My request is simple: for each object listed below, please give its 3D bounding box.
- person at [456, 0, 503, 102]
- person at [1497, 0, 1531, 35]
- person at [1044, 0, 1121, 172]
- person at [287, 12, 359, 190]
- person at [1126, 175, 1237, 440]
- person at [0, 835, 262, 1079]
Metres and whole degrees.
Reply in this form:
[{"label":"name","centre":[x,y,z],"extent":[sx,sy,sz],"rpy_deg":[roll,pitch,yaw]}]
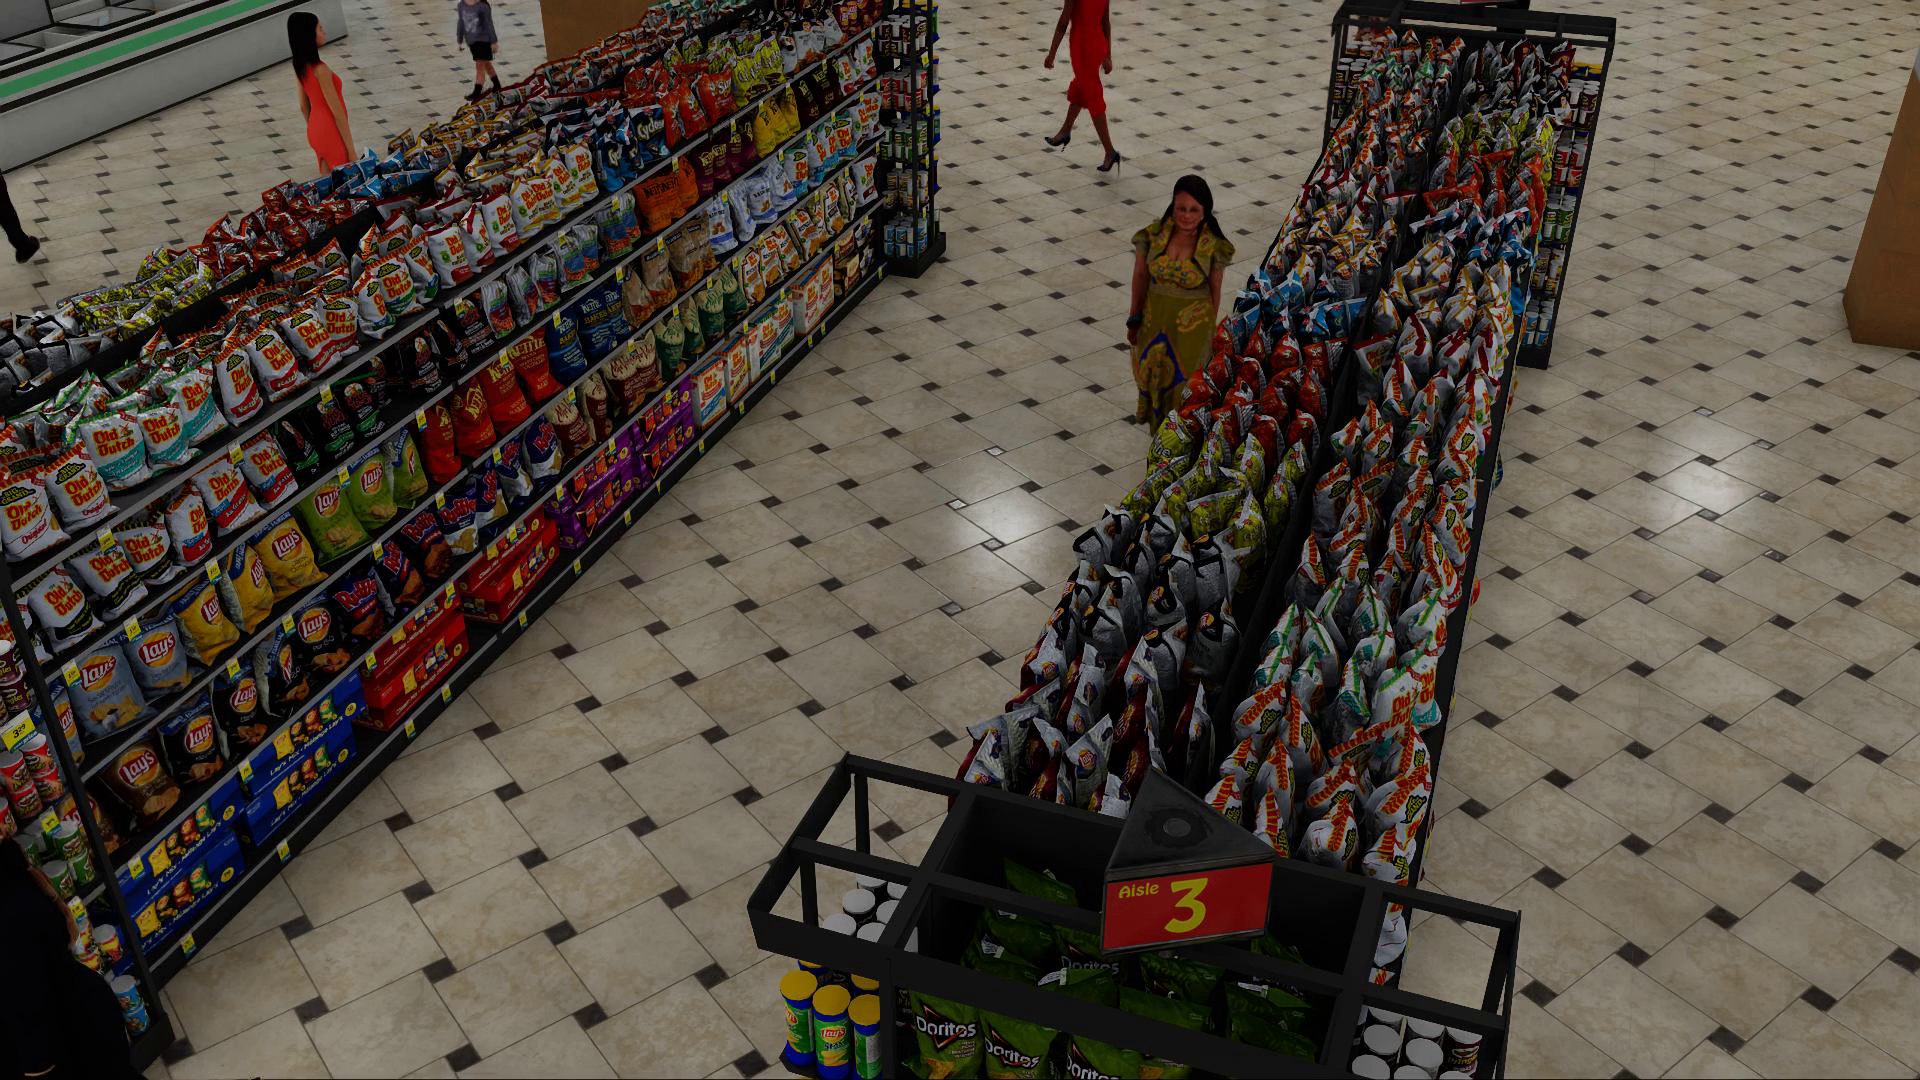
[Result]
[{"label":"person","centre":[-4.188,-4.404,14.590],"extent":[0.514,1.075,0.780],"rpy_deg":[13,34,20]},{"label":"person","centre":[5.070,-5.069,15.157],"extent":[0.632,1.606,0.716],"rpy_deg":[-18,36,-27]},{"label":"person","centre":[1.049,-3.666,12.813],"extent":[0.932,1.699,1.099],"rpy_deg":[26,40,35]},{"label":"person","centre":[-4.255,-2.696,11.236],"extent":[0.652,1.719,0.638],"rpy_deg":[24,39,33]},{"label":"person","centre":[1.147,-1.162,8.861],"extent":[0.763,1.623,1.143],"rpy_deg":[9,33,15]},{"label":"person","centre":[-2.508,1.382,4.756],"extent":[1.181,1.641,1.023],"rpy_deg":[-24,39,-34]}]
